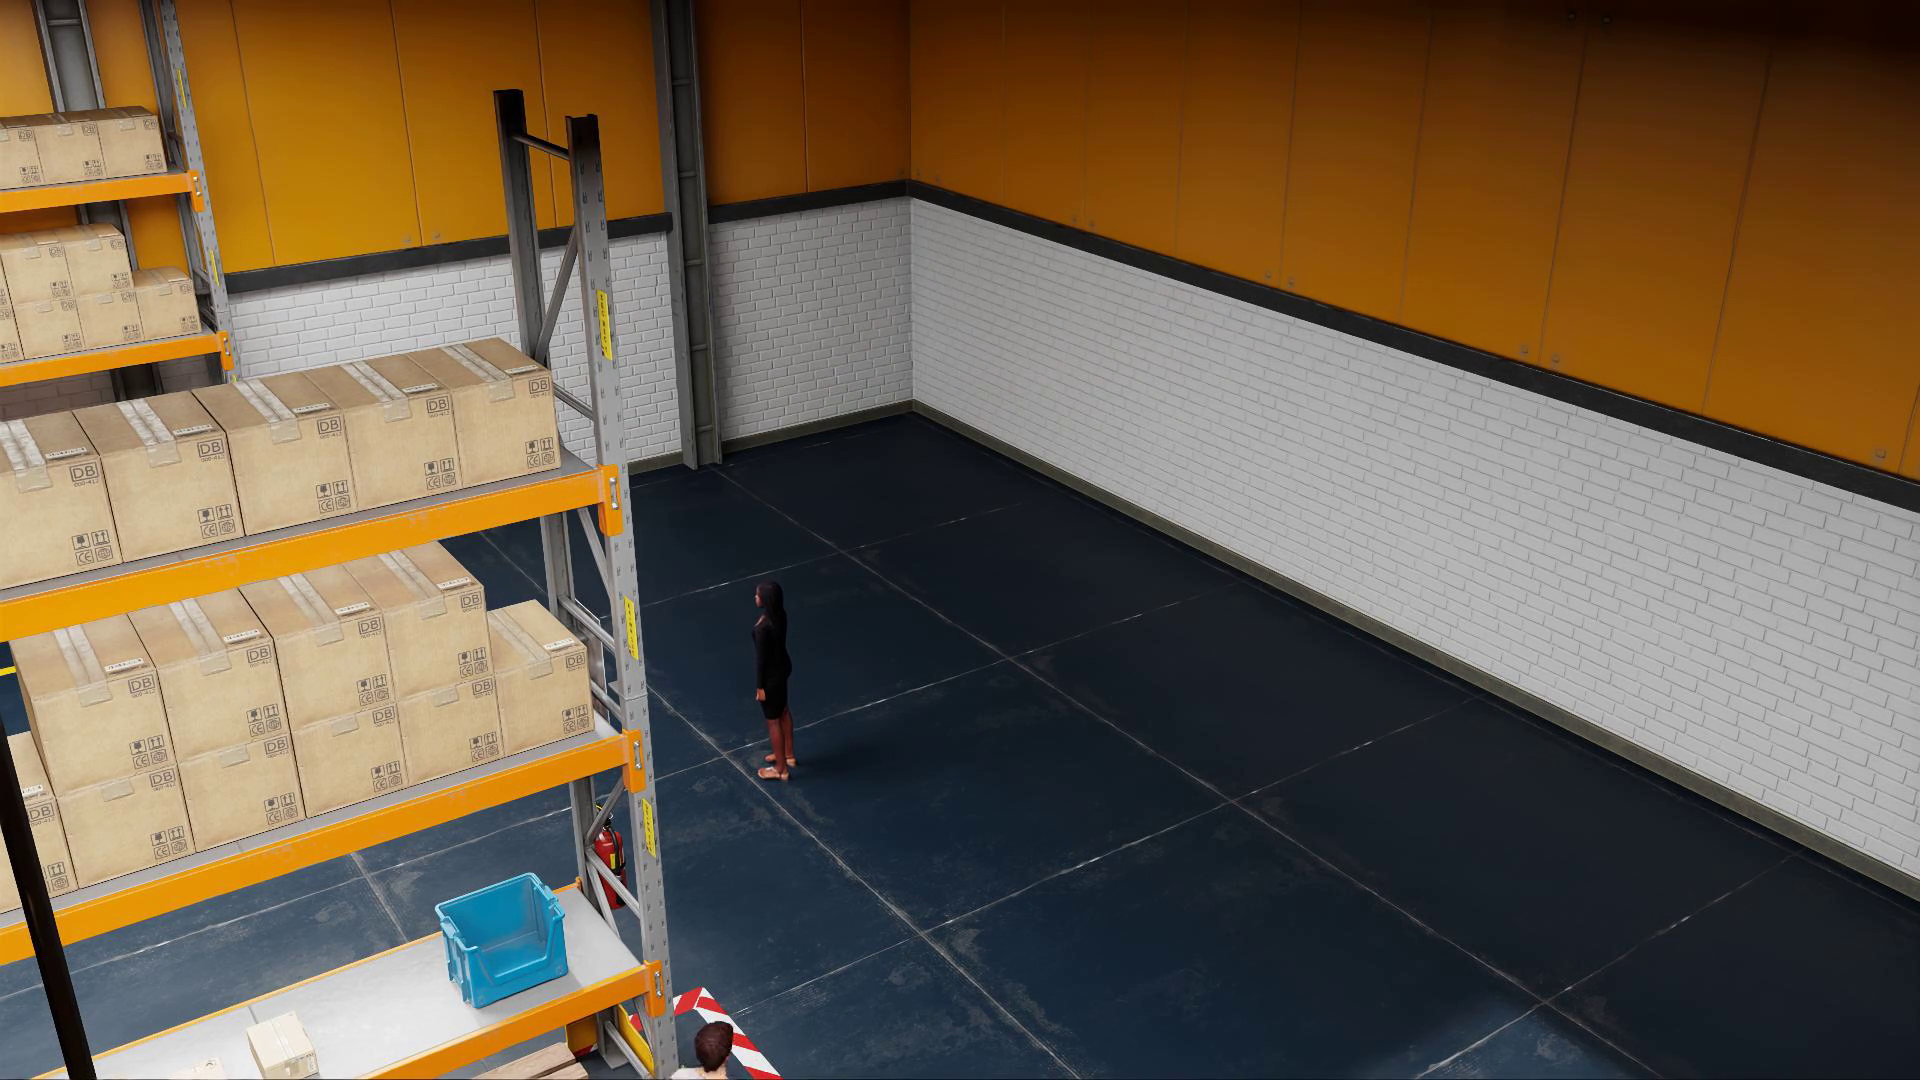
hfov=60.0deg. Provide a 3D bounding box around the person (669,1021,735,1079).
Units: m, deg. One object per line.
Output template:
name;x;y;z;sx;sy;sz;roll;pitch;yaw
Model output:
person;-1.261;3.246;8.415;0.992;1.821;1.124;9;25;21

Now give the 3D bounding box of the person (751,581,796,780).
person;-1.507;1.108;13.431;0.727;1.721;0.645;6;24;14
